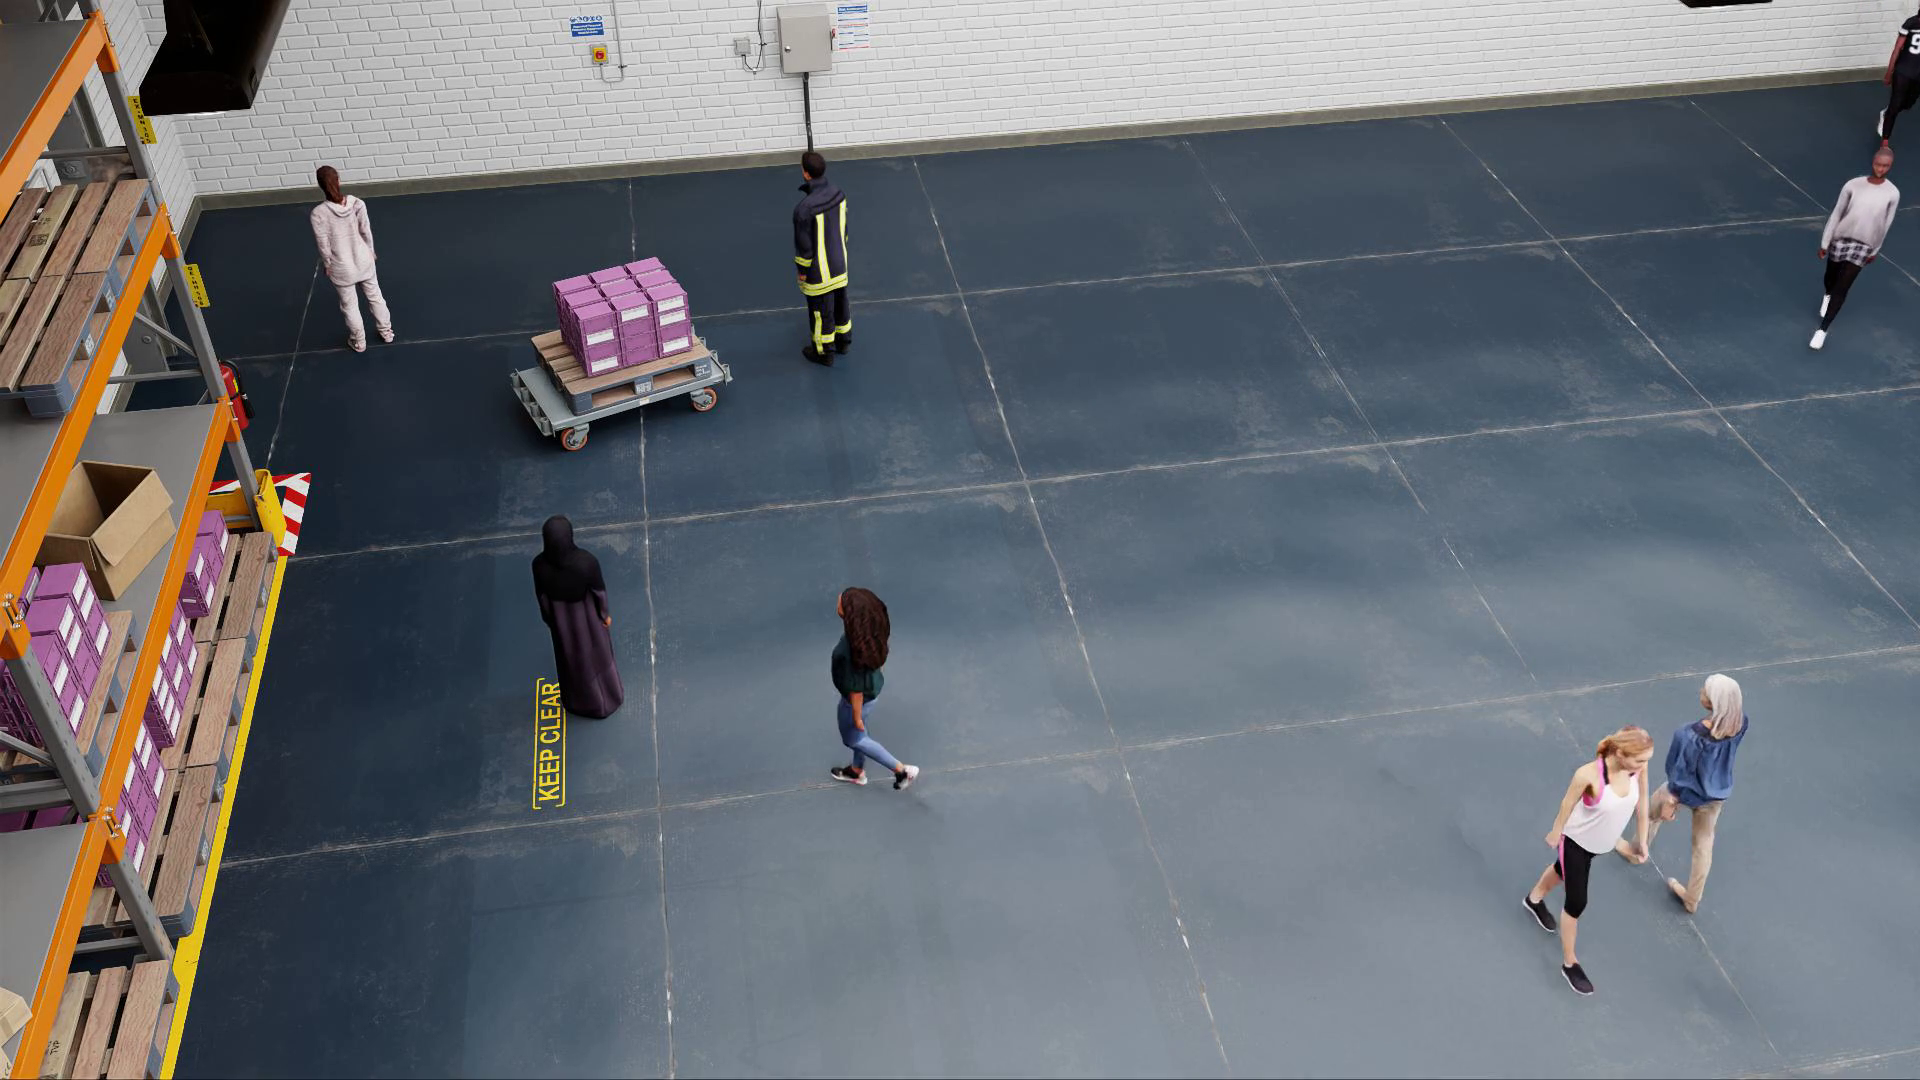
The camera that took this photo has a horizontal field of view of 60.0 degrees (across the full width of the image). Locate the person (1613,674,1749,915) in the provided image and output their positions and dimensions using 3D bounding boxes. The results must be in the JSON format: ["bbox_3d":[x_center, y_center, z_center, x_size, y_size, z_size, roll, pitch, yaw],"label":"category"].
[{"bbox_3d":[4.240,1.498,9.475,0.748,1.670,0.962,-12,40,-14],"label":"person"}]

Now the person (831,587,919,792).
[{"bbox_3d":[-0.545,0.958,10.206,0.878,1.602,0.893,12,40,15],"label":"person"}]

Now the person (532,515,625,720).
[{"bbox_3d":[-2.498,0.486,10.787,0.626,1.615,0.622,-1,39,-2],"label":"person"}]

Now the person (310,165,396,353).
[{"bbox_3d":[-5.272,-2.425,14.371,0.728,1.692,0.729,-25,45,-28],"label":"person"}]

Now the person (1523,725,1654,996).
[{"bbox_3d":[3.451,1.593,9.291,0.725,1.752,1.032,-13,41,-16],"label":"person"}]

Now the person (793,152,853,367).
[{"bbox_3d":[-1.167,-2.391,14.141,0.940,1.926,0.889,25,45,28],"label":"person"}]

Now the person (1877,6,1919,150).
[{"bbox_3d":[9.978,-4.922,17.485,0.845,1.706,1.169,6,39,8],"label":"person"}]

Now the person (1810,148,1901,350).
[{"bbox_3d":[7.819,-2.620,14.583,1.136,1.730,1.230,21,43,24],"label":"person"}]
